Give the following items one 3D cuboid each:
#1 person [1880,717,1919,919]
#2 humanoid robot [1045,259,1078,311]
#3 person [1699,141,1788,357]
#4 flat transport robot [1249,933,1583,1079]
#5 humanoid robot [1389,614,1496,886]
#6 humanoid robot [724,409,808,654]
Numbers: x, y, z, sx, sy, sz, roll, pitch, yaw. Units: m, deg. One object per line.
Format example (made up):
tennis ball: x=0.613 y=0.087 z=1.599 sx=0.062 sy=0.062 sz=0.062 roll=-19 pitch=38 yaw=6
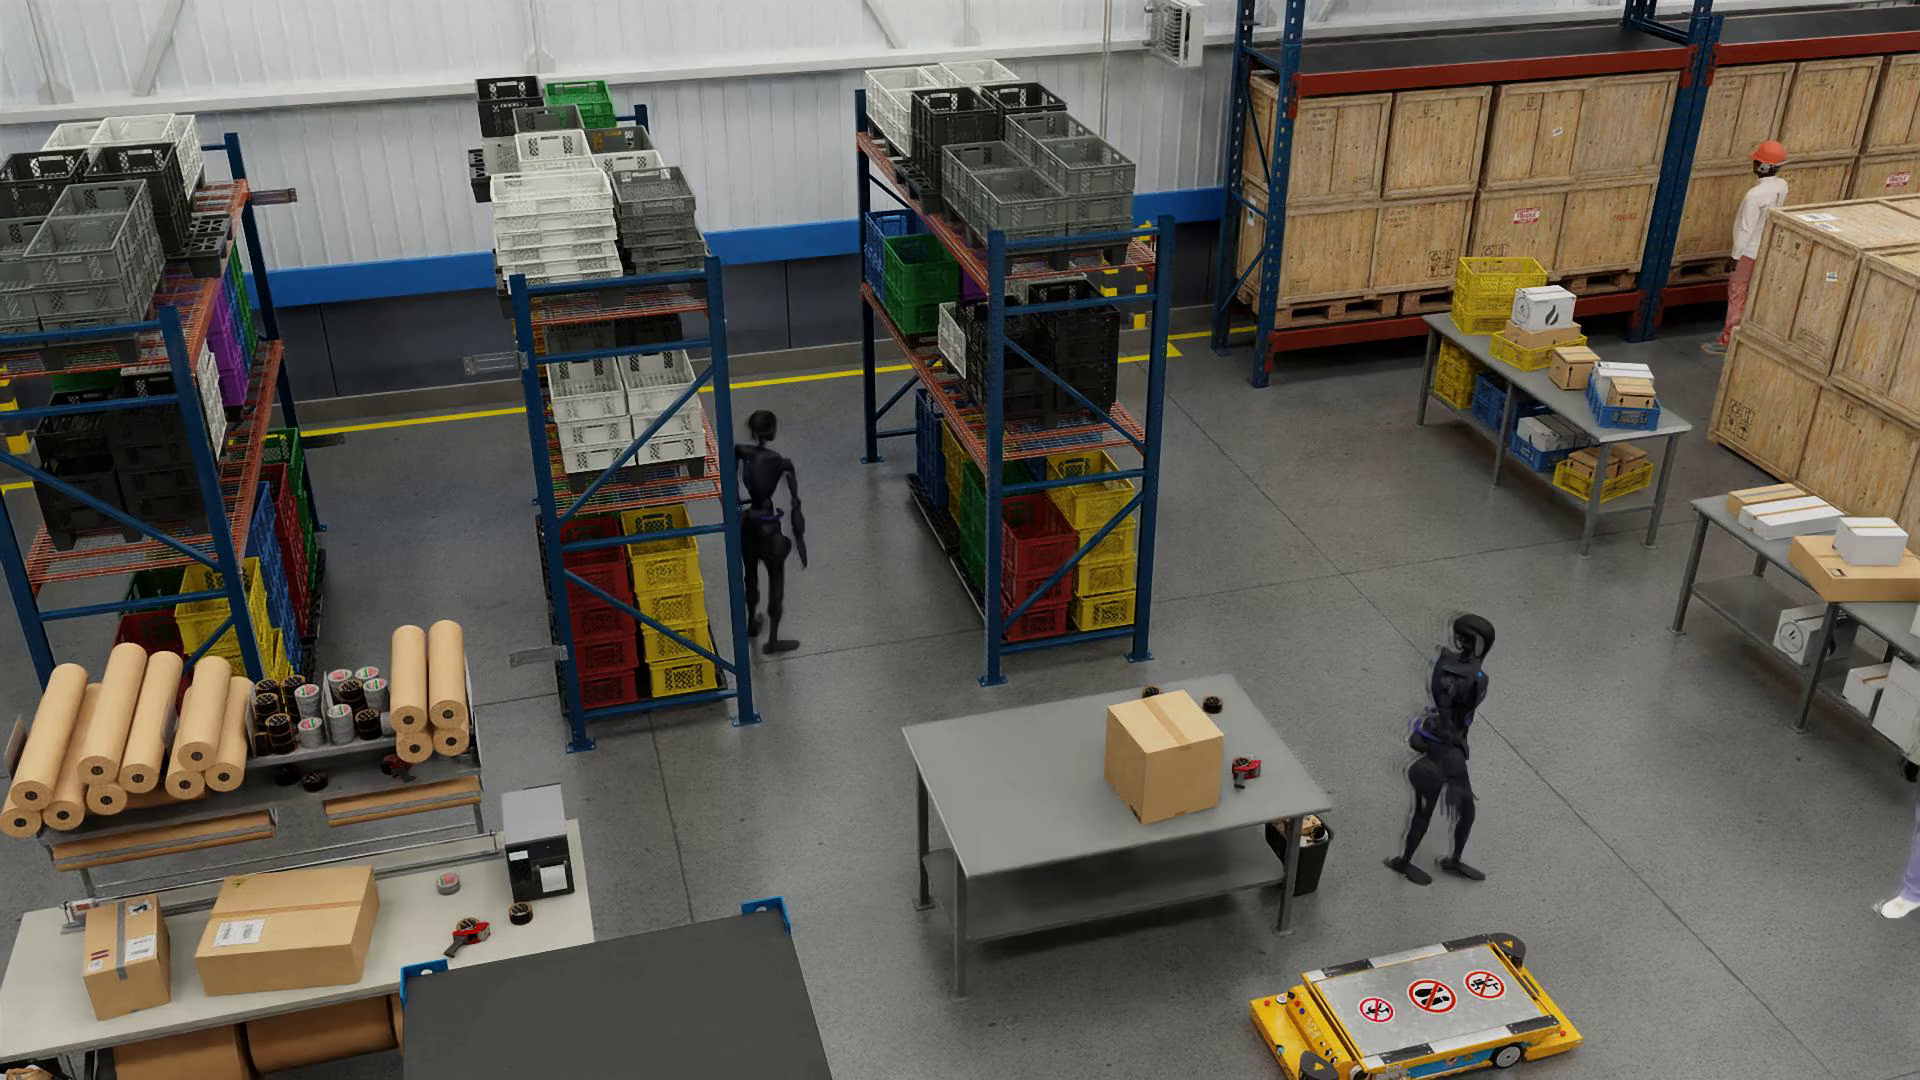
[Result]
person: x=5.141 y=1.157 z=8.398 sx=0.653 sy=1.880 sz=0.377 roll=13 pitch=31 yaw=23
humanoid robot: x=0.743 y=-1.947 z=14.226 sx=0.600 sy=1.657 sz=0.331 roll=3 pitch=29 yaw=6
person: x=7.214 y=-2.658 z=15.206 sx=0.610 sy=1.997 sz=0.376 roll=-23 pitch=36 yaw=-36
flat transport robot: x=2.184 y=2.282 z=7.980 sx=1.431 sy=0.197 sz=0.652 roll=-8 pitch=30 yaw=-14
humanoid robot: x=2.577 y=1.132 z=8.642 sx=0.538 sy=1.640 sz=0.599 roll=24 pitch=37 yaw=36
humanoid robot: x=-1.288 y=-0.060 z=10.811 sx=0.679 sy=1.646 sz=0.391 roll=17 pitch=33 yaw=29
